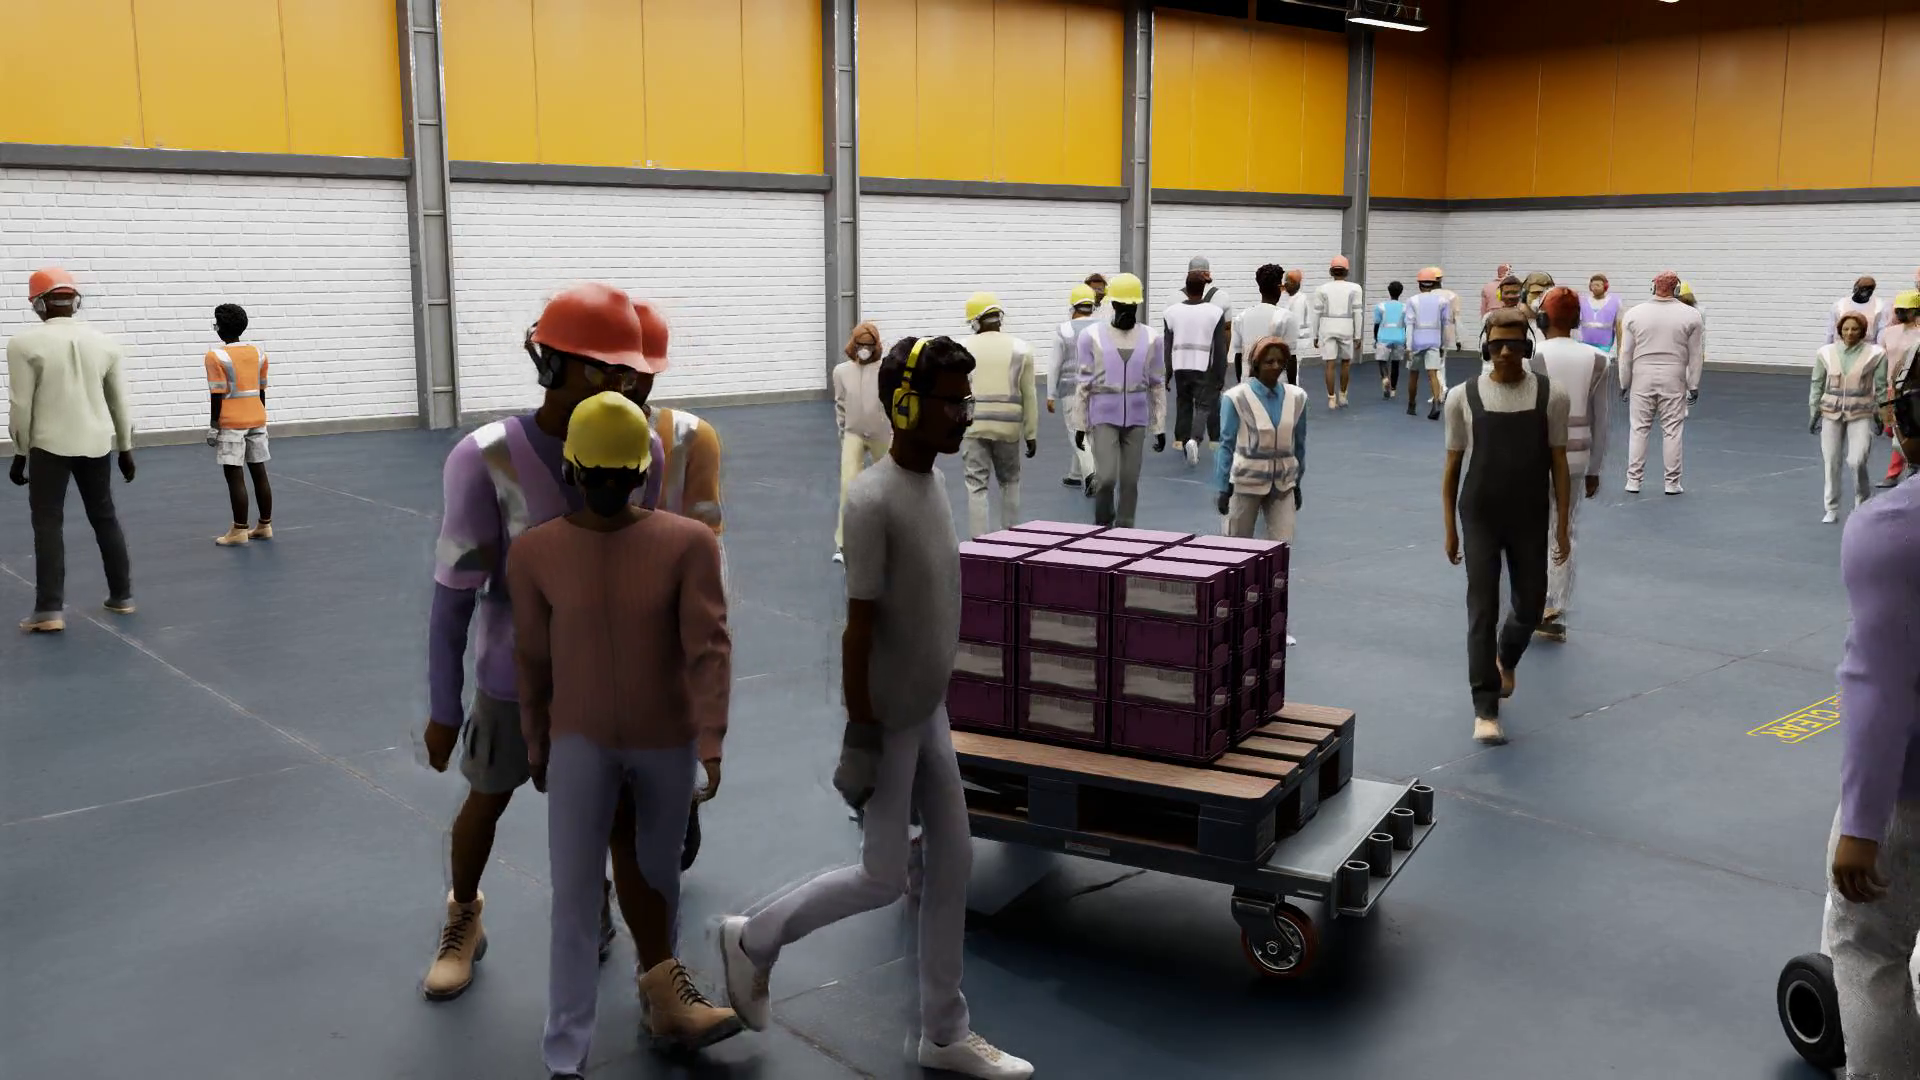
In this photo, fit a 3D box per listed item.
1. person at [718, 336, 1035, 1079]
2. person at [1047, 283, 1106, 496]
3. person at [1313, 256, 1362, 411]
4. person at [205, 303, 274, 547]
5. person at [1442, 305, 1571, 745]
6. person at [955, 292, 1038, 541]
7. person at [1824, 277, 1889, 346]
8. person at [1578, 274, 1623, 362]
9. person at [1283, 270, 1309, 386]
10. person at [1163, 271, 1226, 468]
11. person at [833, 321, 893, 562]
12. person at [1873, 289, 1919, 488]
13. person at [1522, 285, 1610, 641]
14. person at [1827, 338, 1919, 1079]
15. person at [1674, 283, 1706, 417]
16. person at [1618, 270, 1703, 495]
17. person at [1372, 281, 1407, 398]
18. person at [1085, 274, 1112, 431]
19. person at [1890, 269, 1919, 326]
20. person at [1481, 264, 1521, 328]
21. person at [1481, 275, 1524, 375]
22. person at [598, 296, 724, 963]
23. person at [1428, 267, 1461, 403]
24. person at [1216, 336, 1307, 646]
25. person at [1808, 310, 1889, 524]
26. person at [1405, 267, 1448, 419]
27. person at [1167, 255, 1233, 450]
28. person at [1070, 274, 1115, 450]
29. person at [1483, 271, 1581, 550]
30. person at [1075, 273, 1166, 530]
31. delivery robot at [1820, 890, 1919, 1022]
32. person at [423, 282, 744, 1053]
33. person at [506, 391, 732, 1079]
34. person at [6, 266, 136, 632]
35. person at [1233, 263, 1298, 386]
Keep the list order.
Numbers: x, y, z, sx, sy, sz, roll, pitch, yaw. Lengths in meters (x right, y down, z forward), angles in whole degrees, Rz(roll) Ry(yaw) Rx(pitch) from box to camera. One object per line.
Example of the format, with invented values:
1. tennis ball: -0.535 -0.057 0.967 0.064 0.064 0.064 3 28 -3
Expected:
1. person: -0.213 0.418 4.090 0.763 1.844 0.509 4 10 20
2. person: 1.049 -1.282 14.162 0.603 1.800 0.871 -4 10 -21
3. person: 4.996 -2.737 22.019 0.637 2.018 0.824 2 10 14
4. person: -5.055 -0.803 11.648 0.316 1.696 0.540 3 10 19
5. person: 2.313 -0.085 7.094 0.540 1.822 0.723 2 10 12
6. person: 0.192 -0.719 10.885 0.612 1.784 0.712 0 10 -1
7. person: 10.402 -2.157 19.333 0.627 1.797 0.924 3 10 18
8. person: 8.044 -2.459 21.076 0.588 1.789 0.985 7 12 37
9. person: 4.105 -2.389 20.489 0.409 1.861 0.617 0 10 0
10. person: 2.228 -1.618 15.883 0.600 1.891 0.778 3 10 17
11. person: -0.614 -0.683 11.243 0.494 1.592 0.813 2 10 9
12. person: 8.366 -1.341 14.665 0.739 1.741 0.532 -5 11 -28
13. person: 3.095 -0.395 8.746 0.611 1.868 0.415 -2 10 -10
14. person: 2.099 0.532 3.345 0.693 1.892 0.748 -2 10 -14
15. person: 8.987 -2.345 20.702 0.497 1.683 0.935 7 12 37
16. person: 5.951 -1.336 14.155 0.652 1.906 0.404 4 11 24
17. person: 6.119 -2.827 23.538 0.539 1.678 0.648 1 10 8
18. person: 1.492 -2.152 19.206 0.647 1.810 0.809 7 12 37
19. person: 10.324 -1.984 17.885 0.597 1.924 1.086 3 10 19
20. person: 8.450 -3.348 25.944 0.399 1.904 0.644 -9 13 -42
21. person: 4.981 -1.473 15.110 0.509 1.859 0.558 3 10 17
22. person: -0.963 0.233 4.965 0.560 1.917 0.743 0 10 -1
23. person: 6.520 -2.761 22.578 0.620 1.888 0.788 -1 10 -8
24. person: 1.562 -0.282 8.844 0.526 1.618 0.674 -3 10 -17
25. person: 6.680 -0.914 12.524 0.522 1.622 0.372 9 13 41
26. person: 5.843 -2.464 20.831 0.557 1.901 0.982 1 10 3
27. person: 2.486 -1.959 17.406 0.682 2.000 0.538 0 10 2
28. person: 1.314 -1.716 16.581 0.540 1.842 0.760 0 10 0
29. person: 3.902 -0.864 11.368 0.648 1.915 0.627 2 10 11
30. person: 1.061 -0.781 10.874 0.601 1.910 0.419 -2 10 -11
31. delivery robot: 2.392 1.038 3.934 0.477 0.478 0.707 -2 10 -9
32. person: -1.069 0.330 4.293 0.678 1.966 1.129 -8 13 -39
33. person: -0.810 0.498 4.008 0.528 1.706 0.937 -2 10 -10
34. person: -4.908 -0.512 9.172 0.477 1.982 0.665 6 11 32
35. person: 2.466 -1.230 13.356 0.367 1.966 0.607 -9 13 -42
